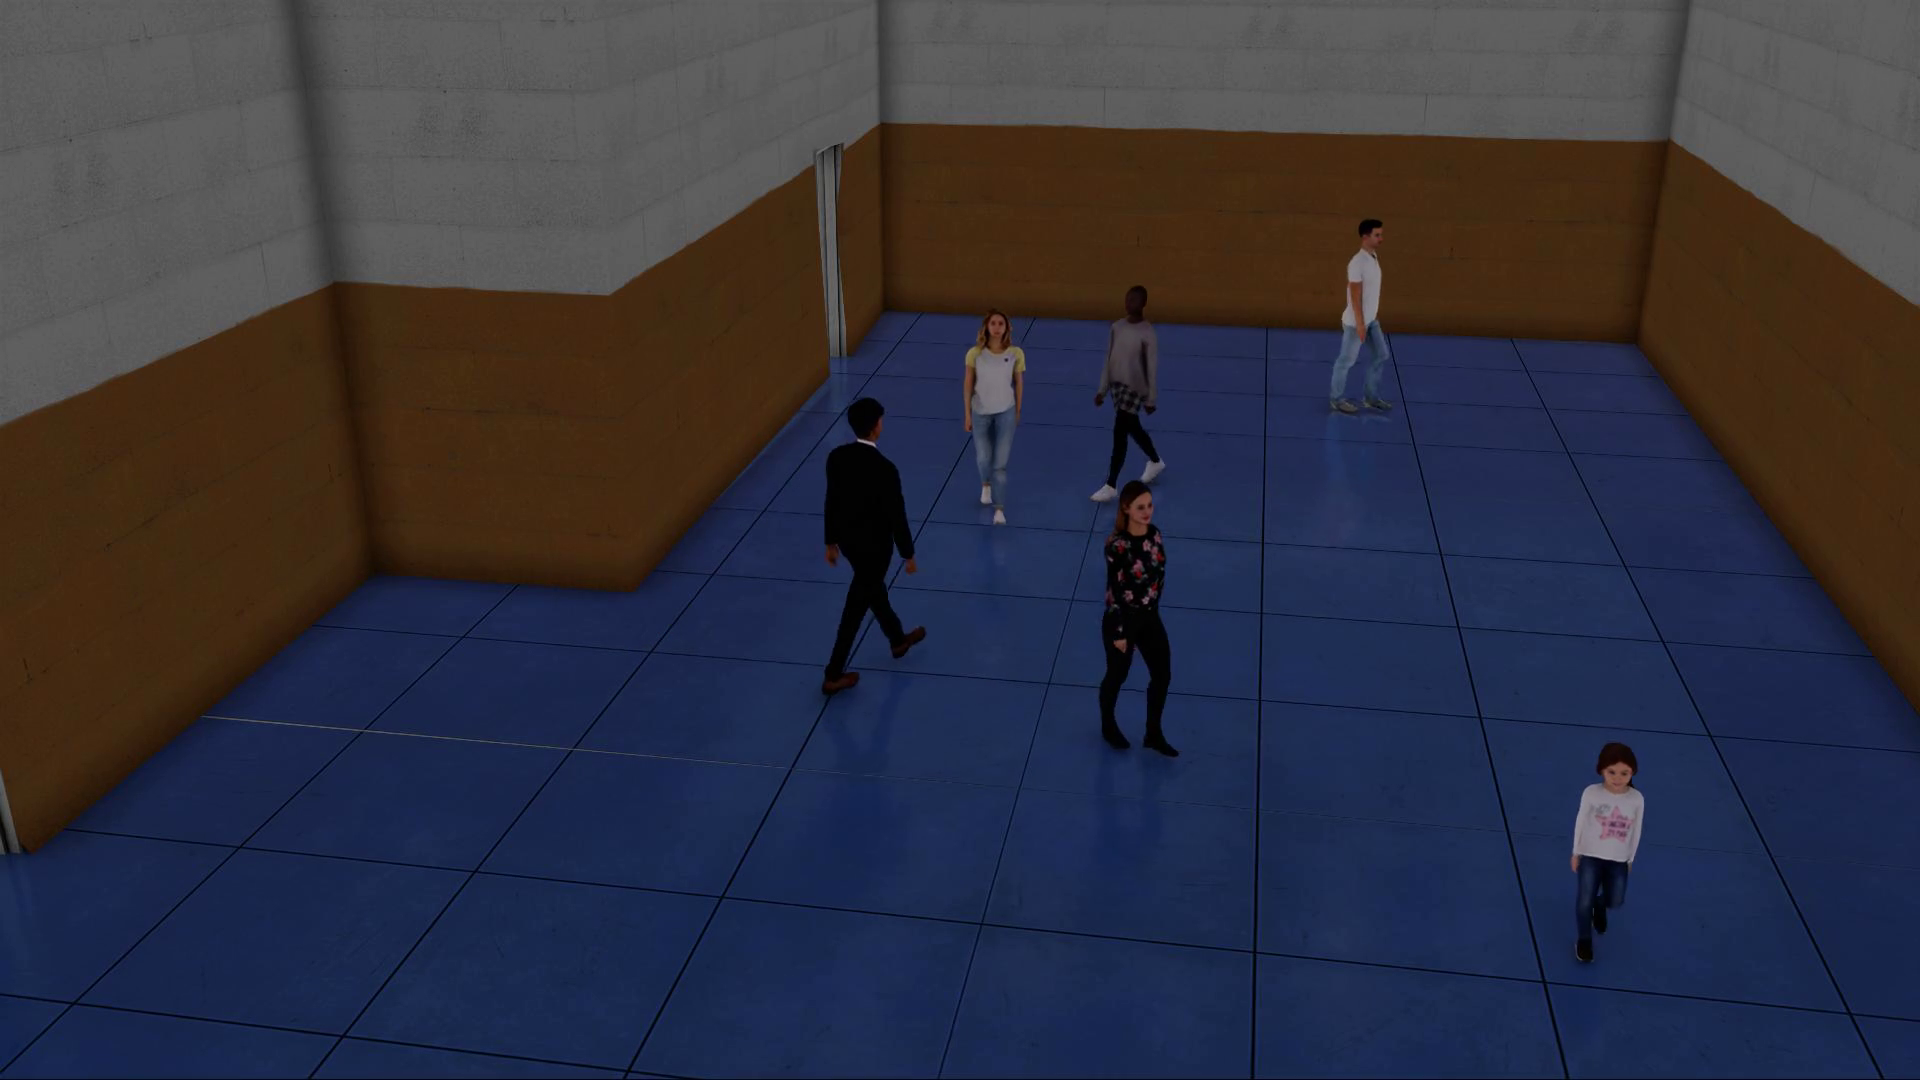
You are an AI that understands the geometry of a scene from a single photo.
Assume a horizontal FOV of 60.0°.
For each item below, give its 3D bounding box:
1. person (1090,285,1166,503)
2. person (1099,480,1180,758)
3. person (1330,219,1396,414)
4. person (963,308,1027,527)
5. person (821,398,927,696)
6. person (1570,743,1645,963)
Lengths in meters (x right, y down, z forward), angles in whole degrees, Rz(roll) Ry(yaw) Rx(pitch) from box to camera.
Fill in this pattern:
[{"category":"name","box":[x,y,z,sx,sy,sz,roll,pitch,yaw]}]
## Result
[{"category":"person","box":[1.448,-1.212,13.595,1.173,1.734,1.151,-17,27,-35]},{"category":"person","box":[0.934,0.436,9.588,0.827,1.664,0.889,-15,27,-34]},{"category":"person","box":[3.693,-2.099,15.658,0.962,1.842,0.882,17,28,36]},{"category":"person","box":[0.240,-0.982,13.101,1.169,1.660,0.890,-1,22,-2]},{"category":"person","box":[-0.643,0.085,10.242,1.261,1.827,1.196,18,28,38]},{"category":"person","box":[3.028,1.442,7.838,0.534,1.102,0.526,5,23,13]}]
